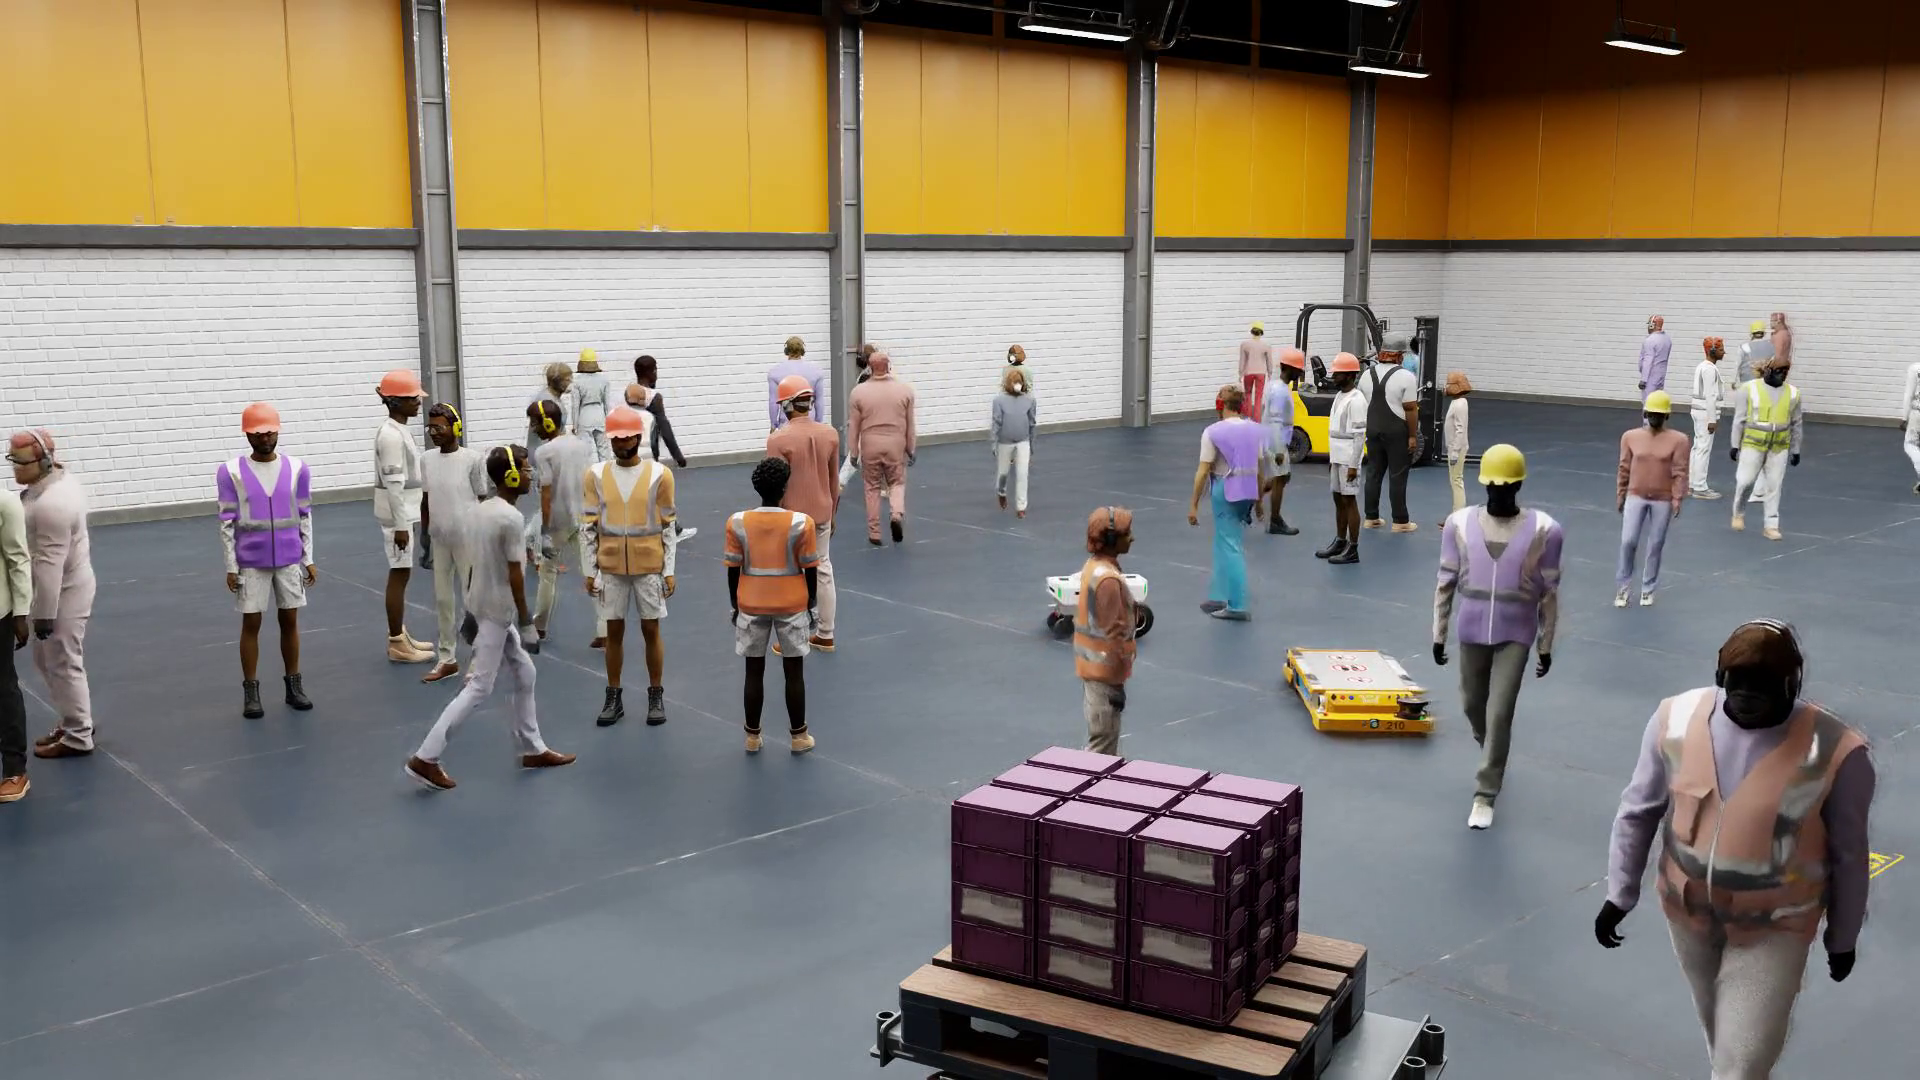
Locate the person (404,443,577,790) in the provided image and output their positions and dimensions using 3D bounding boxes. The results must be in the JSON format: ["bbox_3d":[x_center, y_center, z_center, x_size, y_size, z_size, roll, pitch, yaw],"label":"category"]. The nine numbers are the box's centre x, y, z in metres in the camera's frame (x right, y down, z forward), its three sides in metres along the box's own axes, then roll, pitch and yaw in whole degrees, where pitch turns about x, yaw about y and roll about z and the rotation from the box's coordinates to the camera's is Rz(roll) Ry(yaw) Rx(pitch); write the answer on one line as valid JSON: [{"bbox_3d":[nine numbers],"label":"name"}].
[{"bbox_3d":[-2.546,0.406,8.858,0.919,1.831,0.516,-5,11,-29],"label":"person"}]

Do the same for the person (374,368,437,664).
[{"bbox_3d":[-3.858,-0.168,11.562,0.397,2.043,0.609,-3,10,-15],"label":"person"}]

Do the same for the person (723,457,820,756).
[{"bbox_3d":[-1.050,0.379,9.371,0.541,1.695,0.315,1,10,4],"label":"person"}]

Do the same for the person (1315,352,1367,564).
[{"bbox_3d":[3.516,-0.750,15.280,0.357,1.937,0.551,-2,10,-10],"label":"person"}]

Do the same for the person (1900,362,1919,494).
[{"bbox_3d":[11.387,-1.442,19.521,0.592,1.867,0.504,1,10,8],"label":"person"}]

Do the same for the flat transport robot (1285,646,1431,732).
[{"bbox_3d":[2.461,0.913,10.411,0.652,0.197,1.431,1,10,3],"label":"flat transport robot"}]

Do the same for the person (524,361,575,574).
[{"bbox_3d":[-3.657,-0.630,14.673,0.571,1.907,0.651,-2,10,-10],"label":"person"}]

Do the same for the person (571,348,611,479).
[{"bbox_3d":[-4.320,-1.368,19.463,0.487,1.744,0.294,-6,12,-33],"label":"person"}]

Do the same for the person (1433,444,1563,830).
[{"bbox_3d":[2.727,0.441,8.449,0.597,1.898,0.863,6,11,30],"label":"person"}]

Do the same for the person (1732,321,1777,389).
[{"bbox_3d":[12.556,-2.557,26.277,0.596,1.800,0.895,1,10,8],"label":"person"}]

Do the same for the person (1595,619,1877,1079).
[{"bbox_3d":[2.220,1.108,4.838,0.972,1.785,0.634,-8,13,-40],"label":"person"}]

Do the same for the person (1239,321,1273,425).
[{"bbox_3d":[4.897,-2.744,27.502,0.543,1.747,0.529,3,10,17],"label":"person"}]

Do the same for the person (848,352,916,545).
[{"bbox_3d":[-0.760,-0.880,16.175,0.666,1.887,0.476,-1,10,-7],"label":"person"}]

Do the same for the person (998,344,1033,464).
[{"bbox_3d":[0.750,-1.816,22.406,0.499,1.633,0.286,7,12,34],"label":"person"}]

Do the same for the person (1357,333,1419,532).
[{"bbox_3d":[4.446,-1.112,17.094,0.538,2.000,0.682,-8,13,-39],"label":"person"}]

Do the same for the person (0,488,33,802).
[{"bbox_3d":[-5.099,0.370,8.553,0.609,1.996,0.379,-1,10,-5],"label":"person"}]

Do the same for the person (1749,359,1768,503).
[{"bbox_3d":[9.160,-1.245,19.041,0.310,1.642,0.514,5,11,29],"label":"person"}]

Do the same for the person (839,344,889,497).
[{"bbox_3d":[-1.127,-1.377,19.387,0.990,1.784,0.626,2,10,13],"label":"person"}]

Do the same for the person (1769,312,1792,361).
[{"bbox_3d":[13.524,-2.837,27.619,0.425,1.890,0.665,7,12,34],"label":"person"}]

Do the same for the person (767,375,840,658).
[{"bbox_3d":[-1.118,-0.165,11.702,0.611,1.988,0.391,-9,13,-42],"label":"person"}]

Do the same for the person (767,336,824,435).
[{"bbox_3d":[-1.813,-1.287,18.421,0.629,1.940,0.379,-2,10,-14],"label":"person"}]

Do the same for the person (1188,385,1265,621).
[{"bbox_3d":[2.057,-0.297,12.989,0.607,1.804,0.677,-8,12,-38],"label":"person"}]

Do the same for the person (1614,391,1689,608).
[{"bbox_3d":[5.524,-0.318,13.298,0.531,1.746,0.523,5,11,27],"label":"person"}]

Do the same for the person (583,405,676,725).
[{"bbox_3d":[-1.978,0.156,9.973,0.552,1.937,0.356,0,10,-2],"label":"person"}]

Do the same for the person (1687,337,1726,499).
[{"bbox_3d":[8.713,-1.424,19.383,0.356,1.883,0.574,2,10,13],"label":"person"}]

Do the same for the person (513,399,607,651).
[{"bbox_3d":[-2.856,-0.109,11.908,0.972,1.803,0.600,6,11,32],"label":"person"}]

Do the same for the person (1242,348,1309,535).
[{"bbox_3d":[3.155,-0.982,16.742,0.658,1.899,0.596,3,10,14],"label":"person"}]

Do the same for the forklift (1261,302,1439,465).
[{"bbox_3d":[5.320,-2.157,22.763,2.313,2.155,1.214,3,10,16],"label":"forklift"}]

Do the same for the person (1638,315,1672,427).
[{"bbox_3d":[10.675,-2.511,25.676,0.651,1.907,0.409,-8,13,-40],"label":"person"}]

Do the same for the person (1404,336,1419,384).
[{"bbox_3d":[6.599,-2.095,23.890,0.741,1.669,0.535,0,10,-2],"label":"person"}]

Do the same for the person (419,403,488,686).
[{"bbox_3d":[-3.326,0.027,10.930,0.532,1.868,0.310,3,10,16],"label":"person"}]

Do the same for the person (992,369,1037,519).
[{"bbox_3d":[0.579,-1.064,18.077,0.503,1.613,0.736,-1,10,-7],"label":"person"}]

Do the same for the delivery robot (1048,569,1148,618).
[{"bbox_3d":[1.023,0.386,12.396,0.707,0.478,0.477,-2,10,-10],"label":"delivery robot"}]

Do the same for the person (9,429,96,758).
[{"bbox_3d":[-5.041,0.313,9.259,0.411,1.886,0.682,-5,11,-29],"label":"person"}]

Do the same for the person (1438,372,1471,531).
[{"bbox_3d":[5.083,-0.906,17.079,0.264,1.632,0.507,3,10,15],"label":"person"}]

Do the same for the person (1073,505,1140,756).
[{"bbox_3d":[0.699,0.645,7.989,0.309,1.640,0.524,-1,10,-3],"label":"person"}]

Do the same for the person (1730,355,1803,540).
[{"bbox_3d":[8.064,-0.928,16.626,0.678,1.830,0.499,1,10,7],"label":"person"}]

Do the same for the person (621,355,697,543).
[{"bbox_3d":[-2.976,-0.836,15.990,0.987,1.864,0.597,-8,12,-38],"label":"person"}]

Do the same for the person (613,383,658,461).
[{"bbox_3d":[-3.108,-0.669,15.722,0.631,1.610,0.532,9,14,44],"label":"person"}]

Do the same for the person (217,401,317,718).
[{"bbox_3d":[-4.236,0.113,10.221,0.547,1.939,0.376,-7,12,-34],"label":"person"}]
